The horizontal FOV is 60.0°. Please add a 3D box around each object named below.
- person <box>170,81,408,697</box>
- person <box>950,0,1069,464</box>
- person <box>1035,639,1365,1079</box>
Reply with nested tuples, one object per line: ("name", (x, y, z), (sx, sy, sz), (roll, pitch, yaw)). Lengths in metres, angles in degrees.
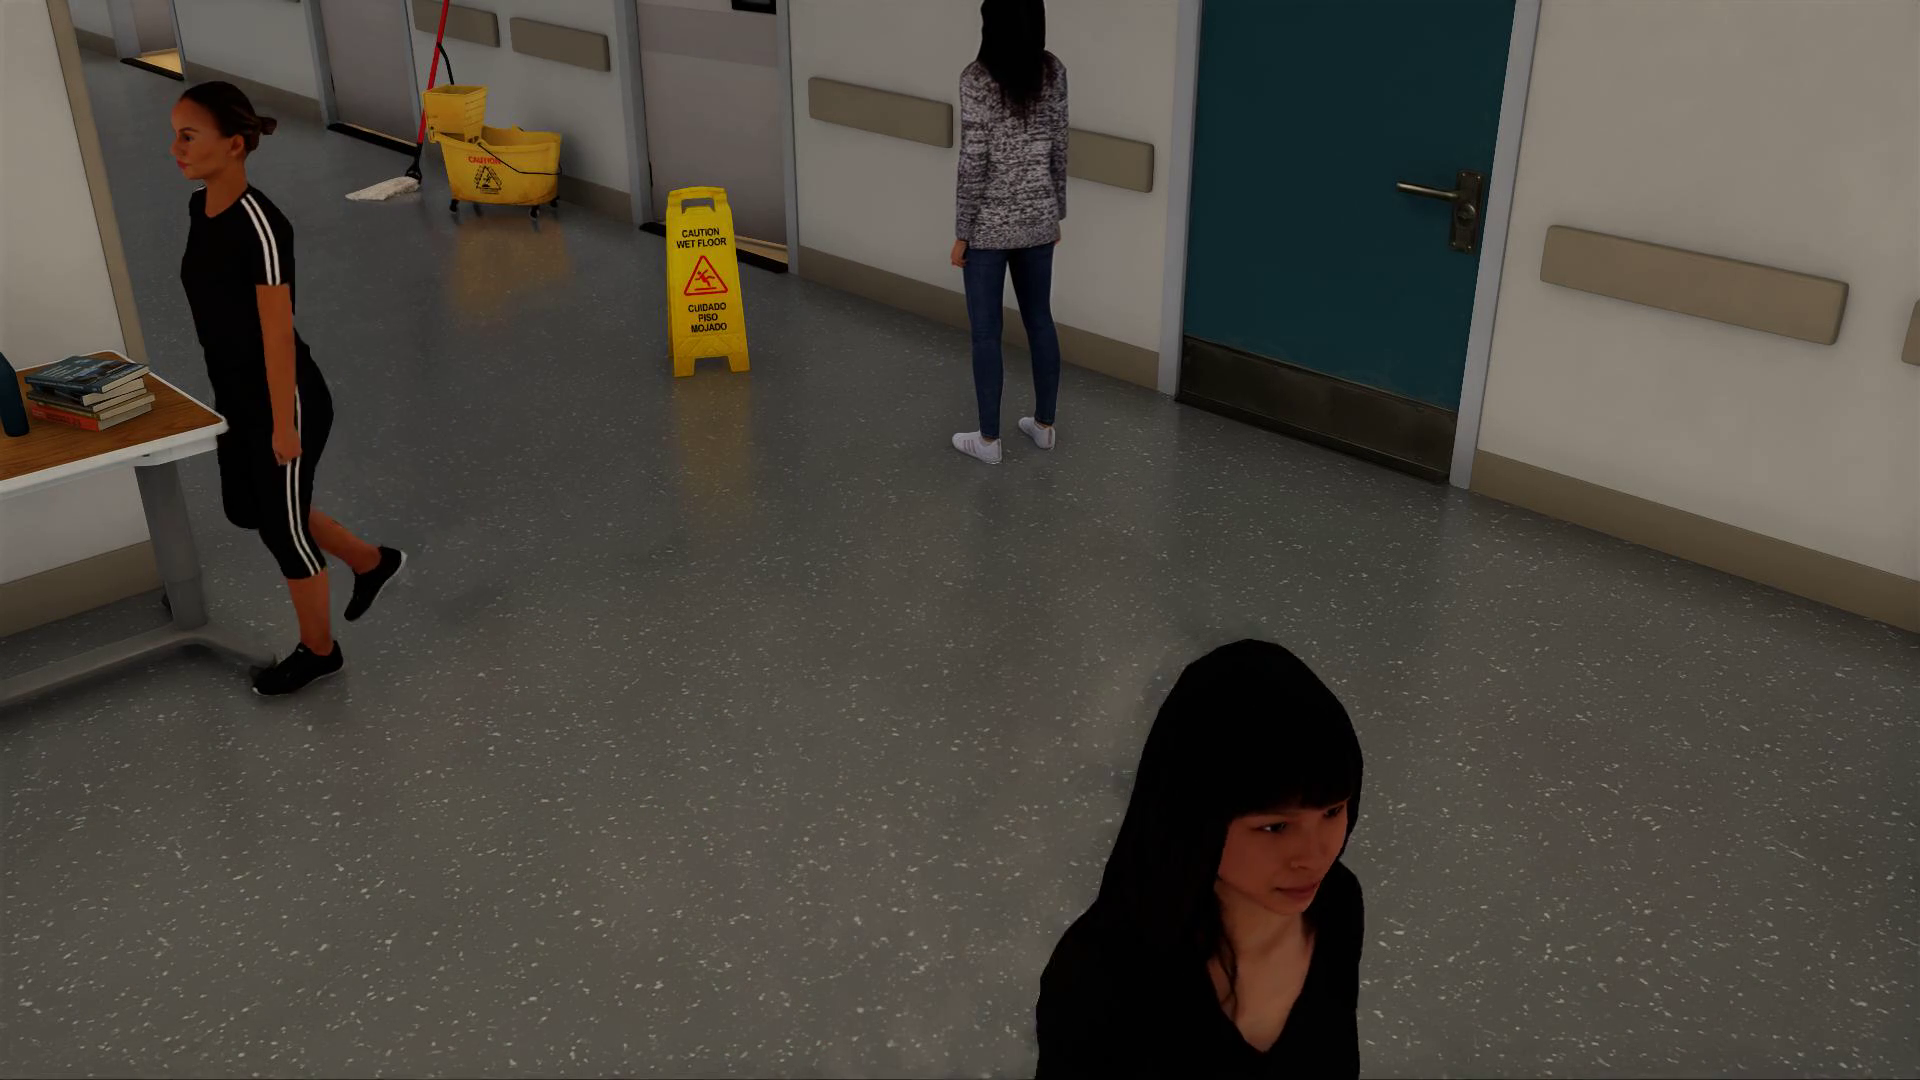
("person", (-1.791, -0.395, 4.473), (0.652, 1.652, 0.685), (-22, 34, -38))
("person", (0.172, -1.133, 5.912), (0.667, 1.732, 0.598), (-15, 30, -28))
("person", (0.229, 0.794, 2.028), (0.697, 1.634, 0.829), (-13, 28, -24))
